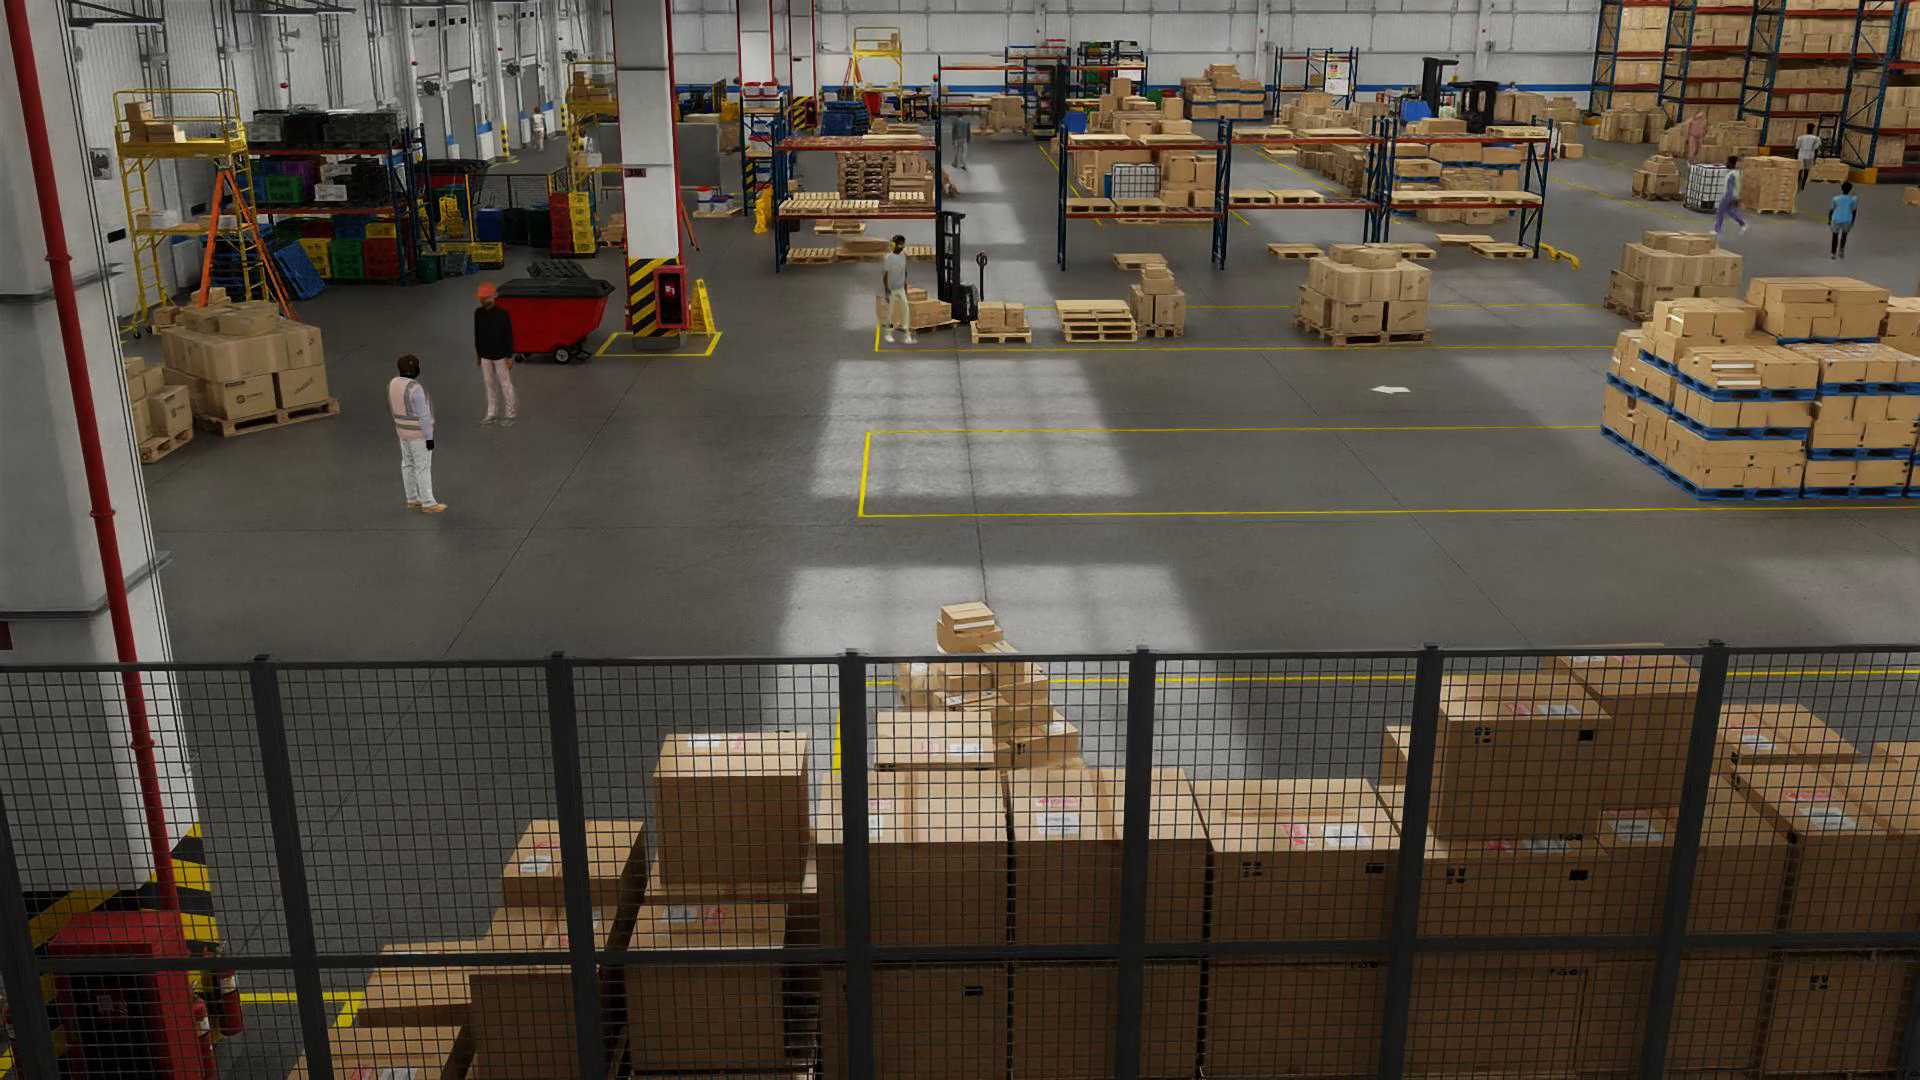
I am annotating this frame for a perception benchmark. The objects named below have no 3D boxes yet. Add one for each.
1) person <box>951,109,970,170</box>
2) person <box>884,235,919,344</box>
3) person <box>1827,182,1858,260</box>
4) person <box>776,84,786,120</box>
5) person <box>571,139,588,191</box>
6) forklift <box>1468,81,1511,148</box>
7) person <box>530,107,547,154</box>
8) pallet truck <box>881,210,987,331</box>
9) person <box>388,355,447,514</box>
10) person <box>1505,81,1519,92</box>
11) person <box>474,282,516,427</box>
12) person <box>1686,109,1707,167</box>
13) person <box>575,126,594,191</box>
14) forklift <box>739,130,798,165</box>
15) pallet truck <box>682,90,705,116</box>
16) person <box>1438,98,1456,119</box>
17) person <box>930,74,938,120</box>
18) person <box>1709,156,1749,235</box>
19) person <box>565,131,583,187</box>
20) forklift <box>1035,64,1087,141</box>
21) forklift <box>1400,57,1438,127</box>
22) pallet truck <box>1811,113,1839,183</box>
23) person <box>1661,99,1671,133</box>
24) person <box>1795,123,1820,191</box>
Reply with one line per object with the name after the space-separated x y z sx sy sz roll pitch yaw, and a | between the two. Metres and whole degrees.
-0.005 -12.997 53.944 0.646 1.890 1.003 -5 19 -15 | person
-1.014 -4.178 27.885 0.574 1.822 0.900 -14 23 -35 | person
19.360 -7.029 36.555 0.552 1.677 0.565 7 20 19 | person
-7.280 -17.257 66.516 0.636 1.939 0.364 -1 19 -2 | person
-10.445 -10.149 45.751 0.507 1.718 0.363 -2 19 -5 | person
16.581 -13.188 52.995 1.873 2.768 1.129 -9 20 -24 | forklift
-14.914 -14.511 58.869 0.529 1.613 0.754 -3 19 -9 | person
-0.493 -4.759 29.349 1.885 1.965 0.823 -13 23 -34 | pallet truck
-6.240 -1.217 19.083 0.626 1.844 0.429 14 23 36 | person
22.812 -18.054 68.952 0.634 1.904 0.988 -5 19 -14 | person
-6.387 -2.539 22.768 0.618 1.993 0.396 8 20 23 | person
24.047 -13.156 54.419 0.642 1.895 0.631 0 19 -1 | person
-10.844 -10.958 47.915 0.584 1.884 0.349 1 19 3 | person
-6.389 -13.889 55.073 1.873 2.768 1.129 -1 19 -1 | forklift
-9.671 -15.907 62.421 0.823 1.965 1.885 5 19 15 | pallet truck
17.164 -14.595 58.637 0.641 1.937 1.057 6 19 16 | person
-1.084 -19.448 73.015 0.361 1.939 0.543 -9 21 -26 | person
18.536 -8.263 39.913 0.805 1.894 0.598 12 22 31 | person
-10.838 -10.590 46.894 0.547 1.834 0.437 -4 19 -11 | person
3.847 -16.578 63.051 1.873 2.768 1.129 -1 19 -2 | forklift
19.327 -18.501 68.755 1.873 2.768 1.129 -1 19 -1 | forklift
26.403 -11.957 50.702 0.823 1.965 1.885 6 19 16 | pallet truck
27.867 -16.808 65.654 0.522 1.639 0.310 9 21 24 | person
24.551 -11.109 48.252 0.603 1.951 0.640 7 20 21 | person
